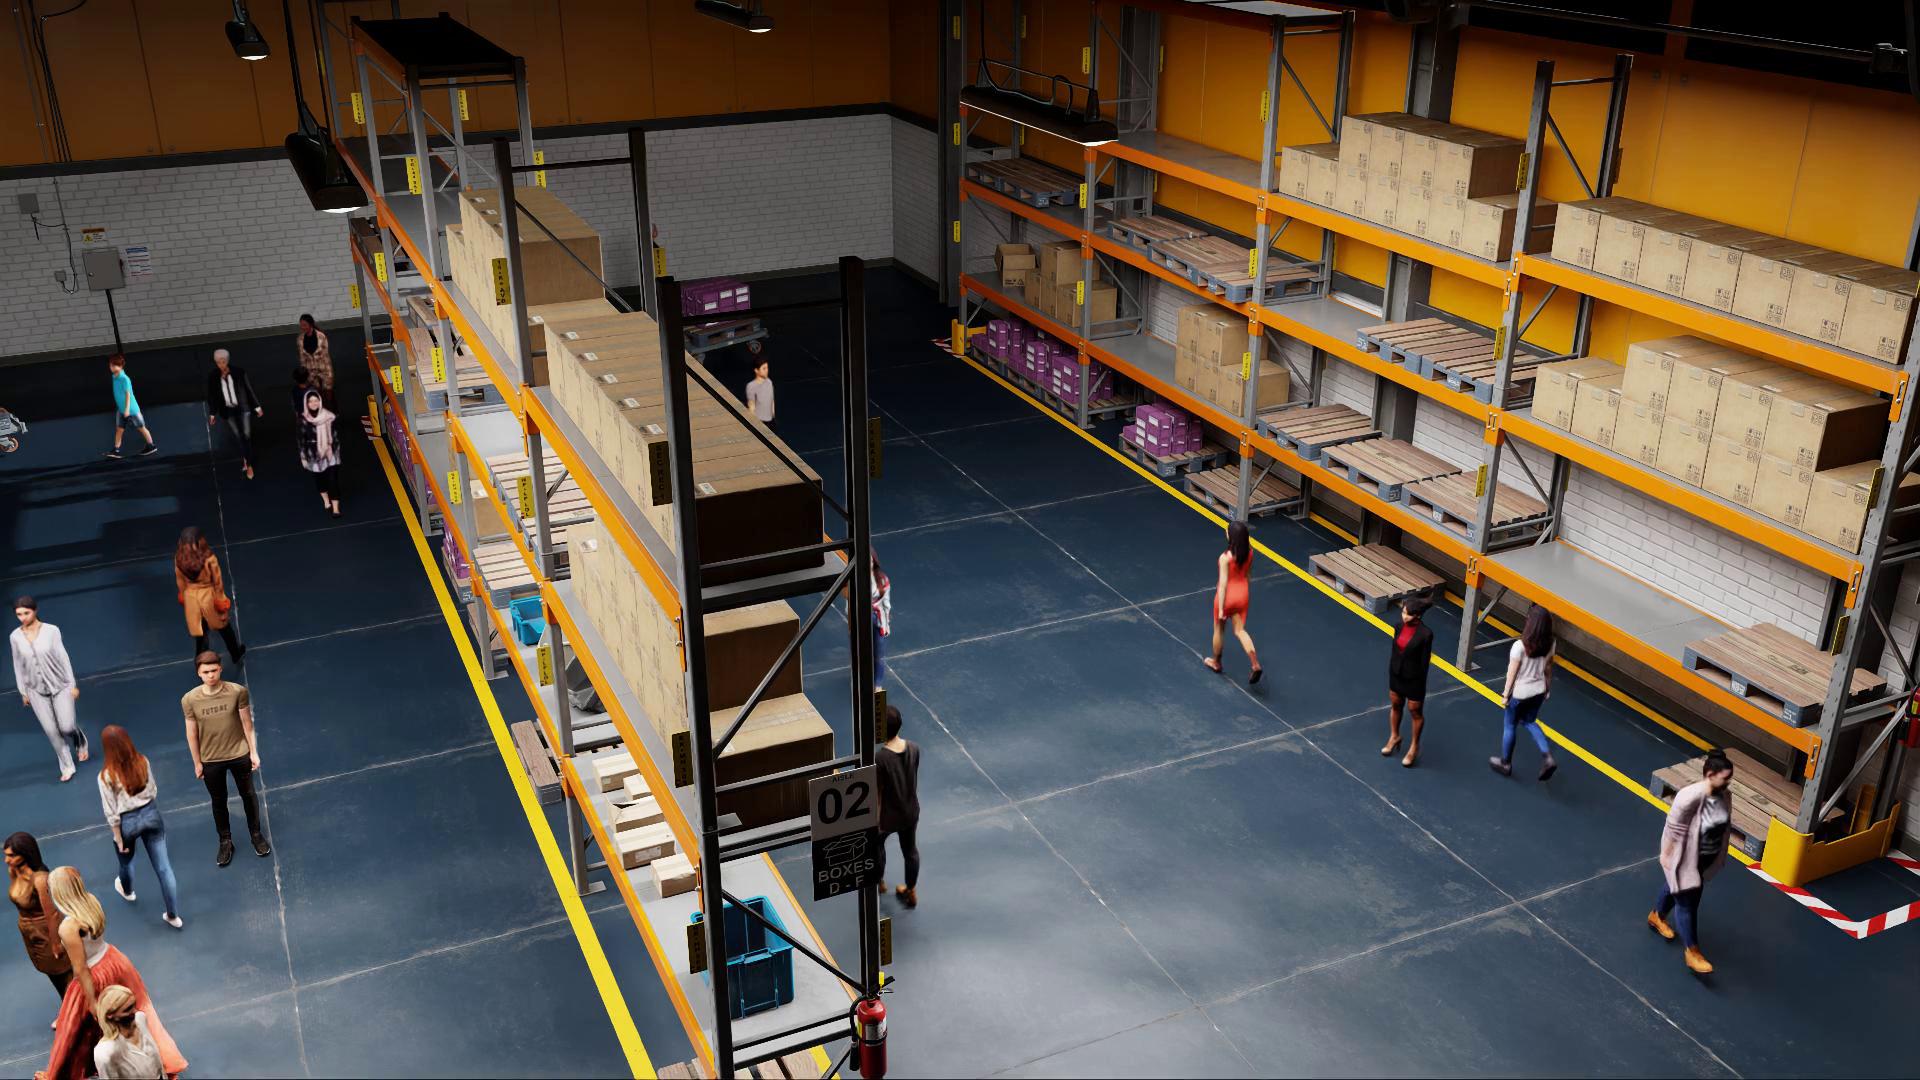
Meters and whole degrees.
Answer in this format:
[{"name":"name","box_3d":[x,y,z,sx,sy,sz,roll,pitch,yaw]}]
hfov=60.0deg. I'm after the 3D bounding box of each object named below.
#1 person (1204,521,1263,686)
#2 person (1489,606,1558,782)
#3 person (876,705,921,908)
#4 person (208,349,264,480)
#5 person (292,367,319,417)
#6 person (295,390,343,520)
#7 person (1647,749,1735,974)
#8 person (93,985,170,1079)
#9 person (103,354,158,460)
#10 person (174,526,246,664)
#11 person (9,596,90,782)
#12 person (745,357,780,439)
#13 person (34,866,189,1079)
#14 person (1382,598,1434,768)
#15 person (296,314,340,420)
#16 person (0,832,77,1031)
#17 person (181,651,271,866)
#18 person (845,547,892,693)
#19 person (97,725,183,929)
[{"name":"person","box_3d":[2.737,0.632,16.334,0.642,1.700,1.039,-14,27,-28]},{"name":"person","box_3d":[5.034,1.405,14.605,0.621,1.667,0.891,-10,26,-22]},{"name":"person","box_3d":[-0.455,2.113,12.950,0.659,1.697,0.769,-12,26,-26]},{"name":"person","box_3d":[-9.344,-1.711,21.644,1.026,1.756,1.017,-1,24,-3]},{"name":"person","box_3d":[-8.764,-1.708,22.299,0.646,1.209,0.790,-3,24,-7]},{"name":"person","box_3d":[-7.838,-1.075,20.359,0.638,1.603,1.002,-10,26,-22]},{"name":"person","box_3d":[5.435,2.302,12.499,0.695,1.711,0.985,-10,25,-21]},{"name":"person","box_3d":[-4.819,3.399,9.806,0.742,1.859,0.614,1,24,2]},{"name":"person","box_3d":[-11.070,-1.798,22.245,0.921,1.417,0.909,13,27,28]},{"name":"person","box_3d":[-7.370,0.717,16.166,0.978,1.678,1.240,-2,24,-5]},{"name":"person","box_3d":[-8.065,1.277,14.781,0.711,1.762,0.772,-4,24,-10]},{"name":"person","box_3d":[-2.591,-1.536,21.279,0.909,1.710,0.791,19,30,36]},{"name":"person","box_3d":[-5.570,2.938,10.991,1.071,1.754,1.255,0,24,-1]},{"name":"person","box_3d":[4.038,1.261,14.976,0.677,1.634,0.595,-19,30,-36]},{"name":"person","box_3d":[-8.792,-2.268,22.876,0.764,1.773,0.971,-2,24,-6]},{"name":"person","box_3d":[-6.336,2.737,11.537,0.612,1.684,0.705,14,27,29]},{"name":"person","box_3d":[-6.002,1.750,13.588,0.648,1.850,0.545,-11,26,-23]},{"name":"person","box_3d":[-0.878,0.804,16.050,0.646,1.611,0.593,-4,24,-9]},{"name":"person","box_3d":[-6.237,2.219,12.712,0.831,1.692,1.133,-22,32,-40]}]
